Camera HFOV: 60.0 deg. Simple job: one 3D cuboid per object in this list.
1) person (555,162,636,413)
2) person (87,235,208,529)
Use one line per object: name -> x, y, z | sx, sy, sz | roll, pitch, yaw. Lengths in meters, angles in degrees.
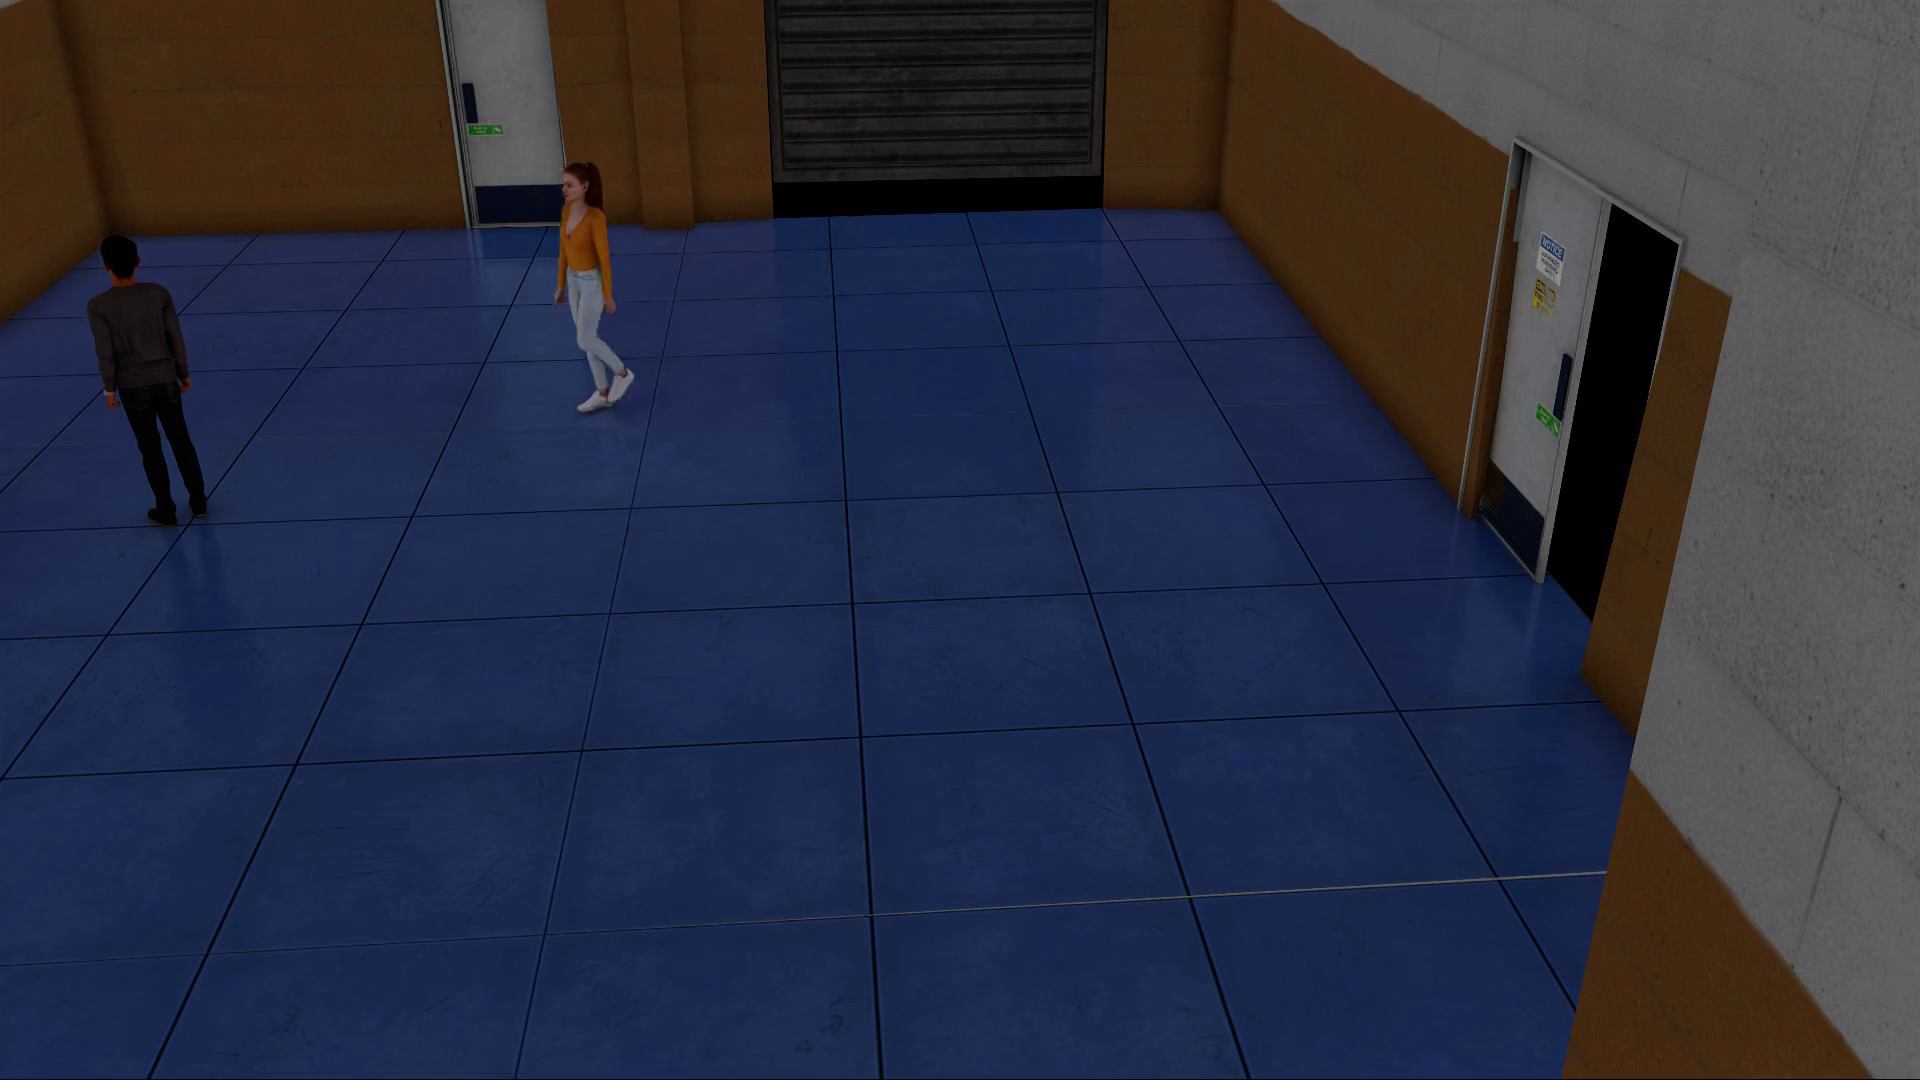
person -> -2.488, -1.735, 11.423 | 0.819, 1.739, 0.756 | -24, 35, -39
person -> -4.782, -0.923, 9.791 | 0.683, 1.768, 0.773 | 3, 27, 5
